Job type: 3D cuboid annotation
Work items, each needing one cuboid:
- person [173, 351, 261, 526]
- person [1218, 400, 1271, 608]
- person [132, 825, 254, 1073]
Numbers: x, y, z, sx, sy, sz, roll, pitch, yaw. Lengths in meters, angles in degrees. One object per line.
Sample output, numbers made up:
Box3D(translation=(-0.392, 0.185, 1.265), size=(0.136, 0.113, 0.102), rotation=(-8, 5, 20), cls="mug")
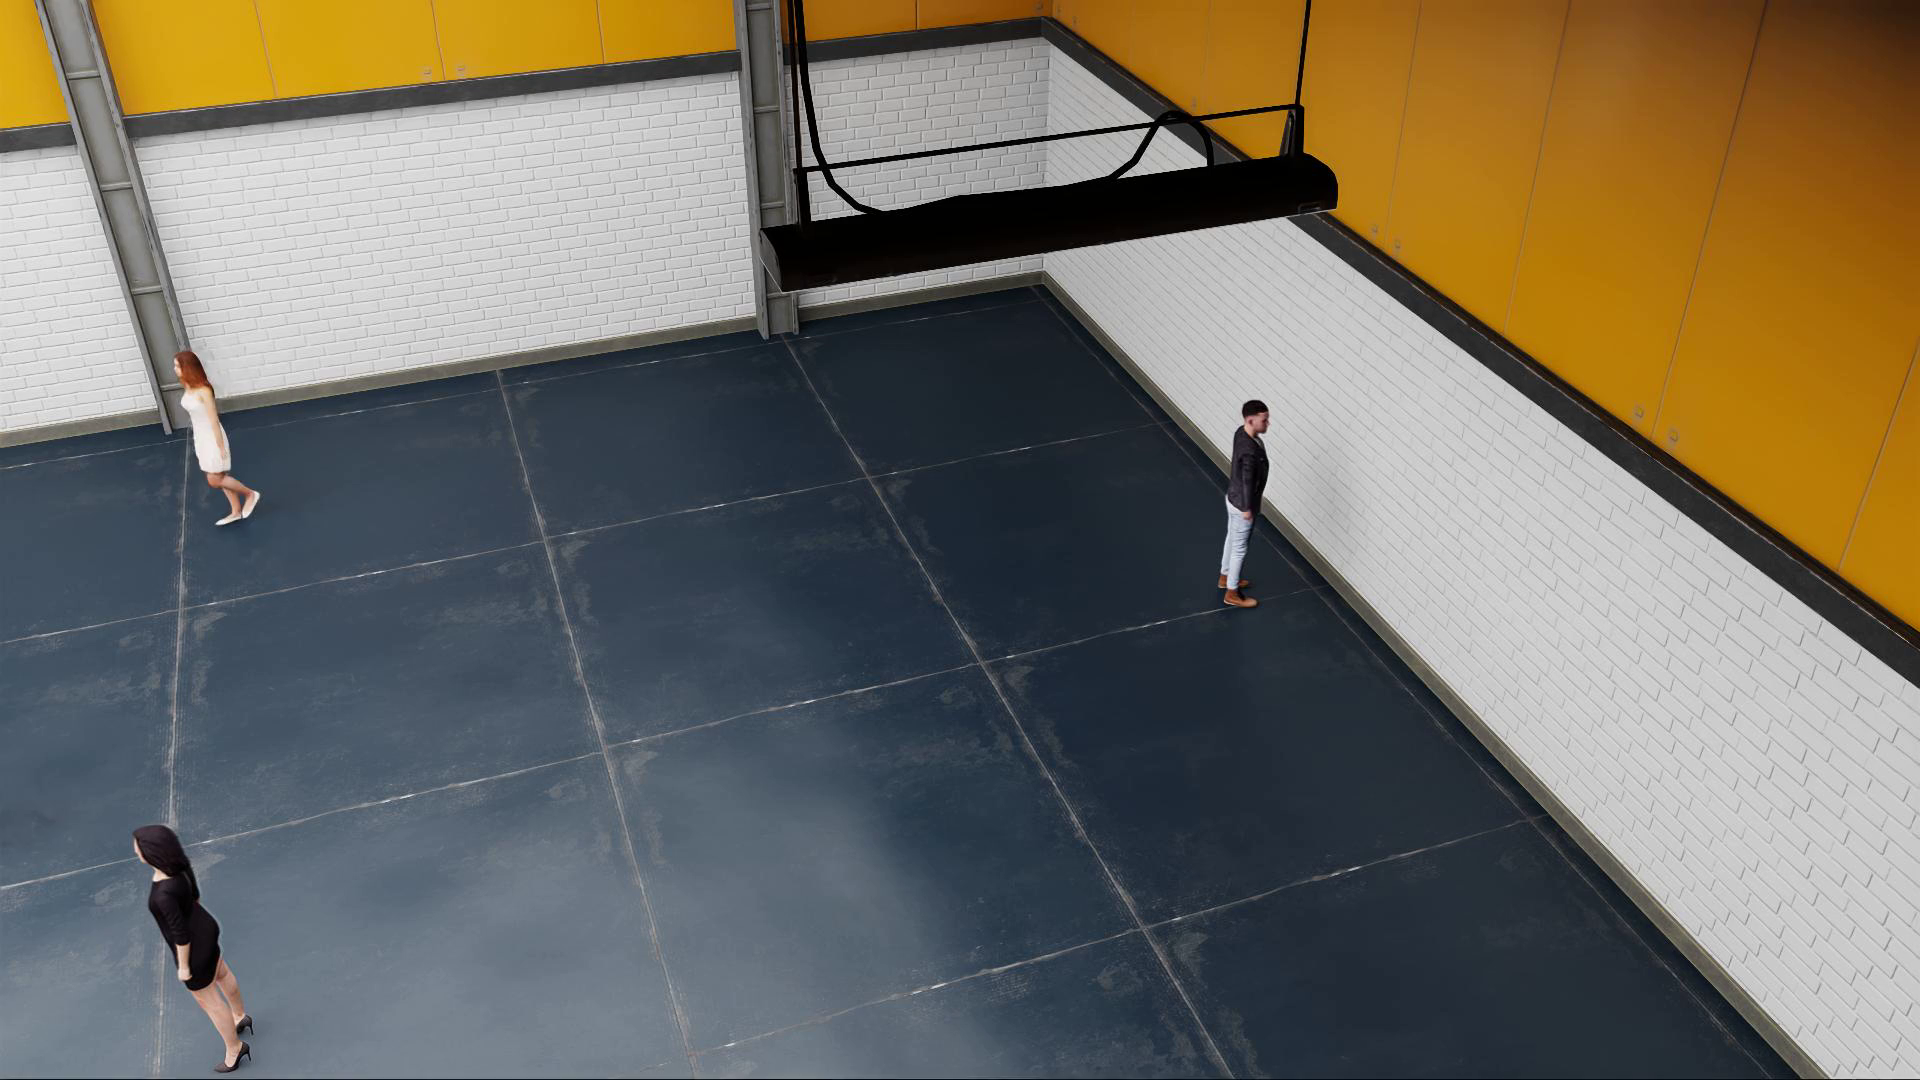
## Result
Box3D(translation=(-6.436, -0.902, 14.491), size=(0.722, 1.703, 0.791), rotation=(28, 42, 35), cls="person")
Box3D(translation=(2.291, -0.313, 13.486), size=(0.676, 1.835, 0.721), rotation=(0, 34, 0), cls="person")
Box3D(translation=(-4.384, 2.332, 9.536), size=(0.553, 1.803, 0.640), rotation=(-5, 34, -8), cls="person")
